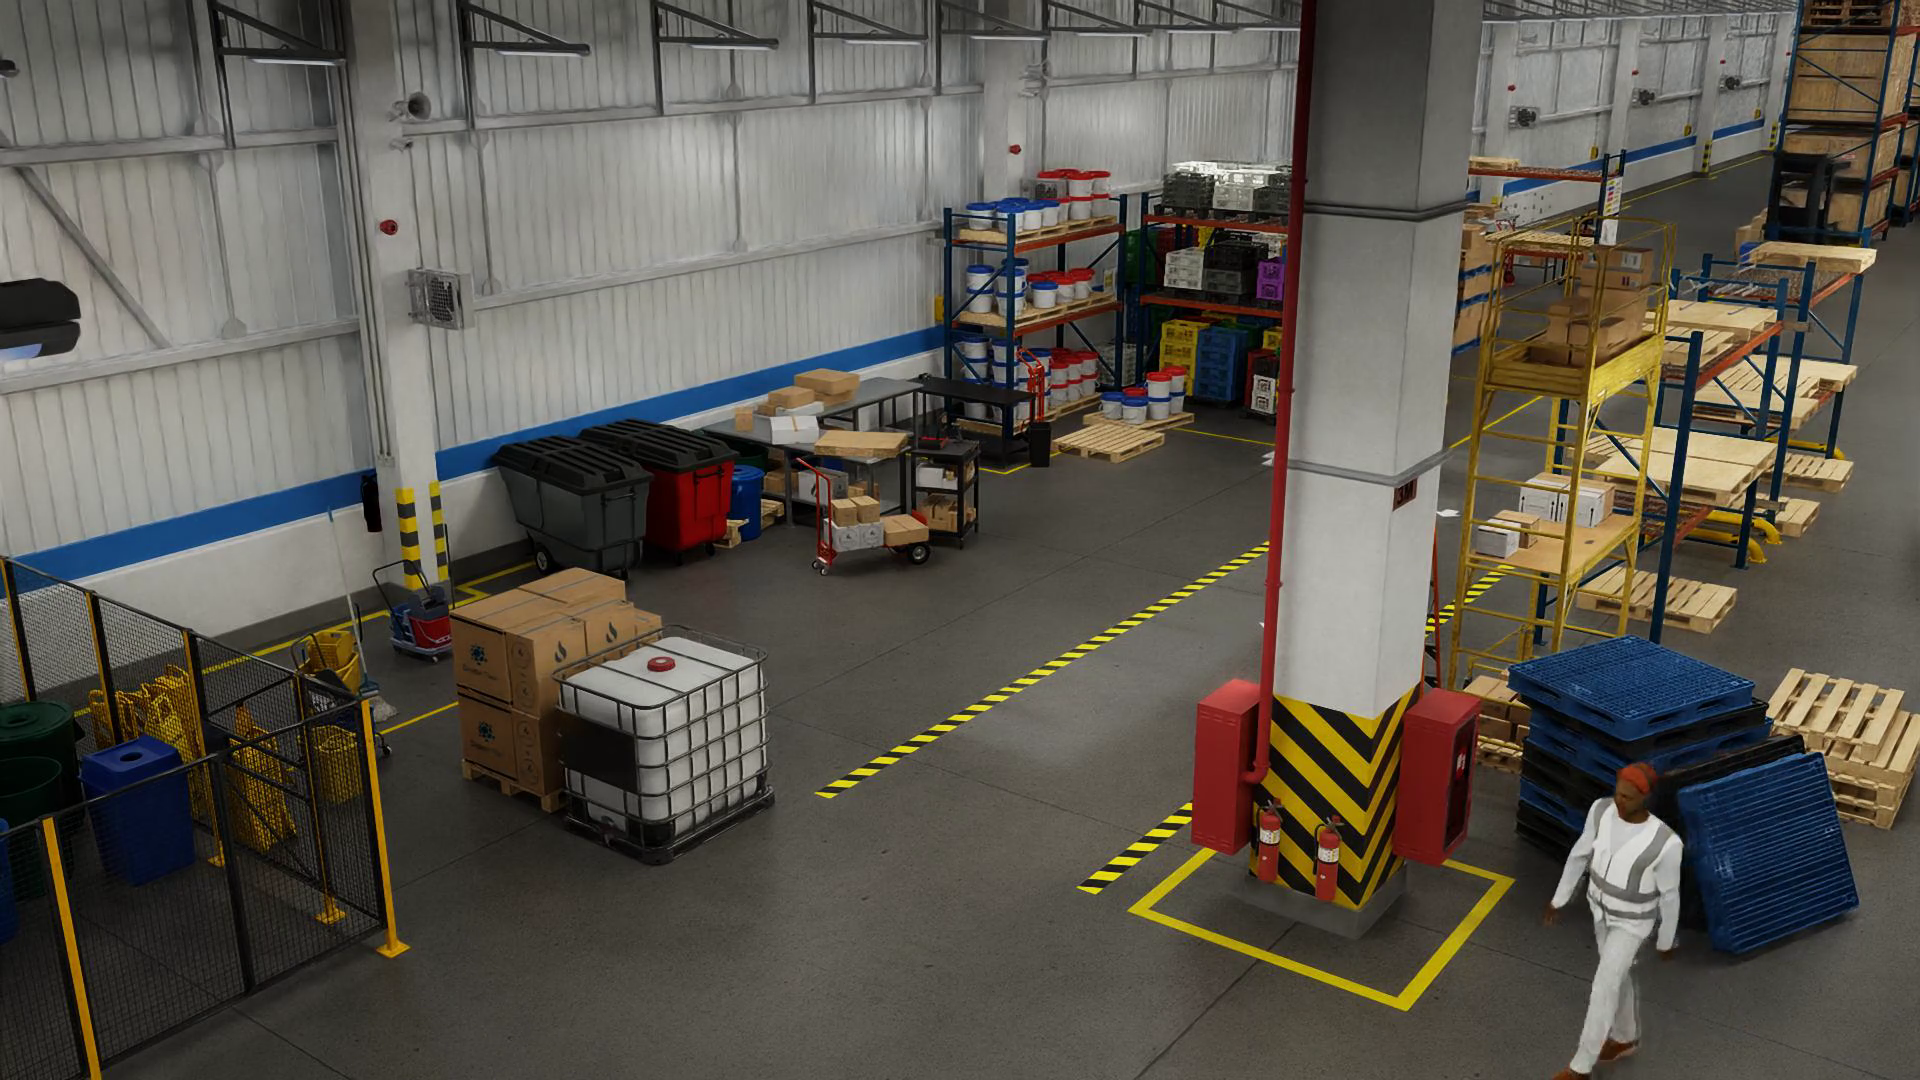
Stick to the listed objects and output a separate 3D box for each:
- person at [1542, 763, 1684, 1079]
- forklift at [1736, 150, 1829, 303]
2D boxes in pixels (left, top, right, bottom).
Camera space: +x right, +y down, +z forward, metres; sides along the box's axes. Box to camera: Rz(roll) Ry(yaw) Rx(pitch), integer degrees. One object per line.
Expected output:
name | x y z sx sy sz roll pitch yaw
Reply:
person | 3.442 2.058 8.934 0.860 1.849 0.587 -7 19 -21
forklift | 16.204 -6.163 32.482 1.873 2.768 1.129 -14 23 -37
